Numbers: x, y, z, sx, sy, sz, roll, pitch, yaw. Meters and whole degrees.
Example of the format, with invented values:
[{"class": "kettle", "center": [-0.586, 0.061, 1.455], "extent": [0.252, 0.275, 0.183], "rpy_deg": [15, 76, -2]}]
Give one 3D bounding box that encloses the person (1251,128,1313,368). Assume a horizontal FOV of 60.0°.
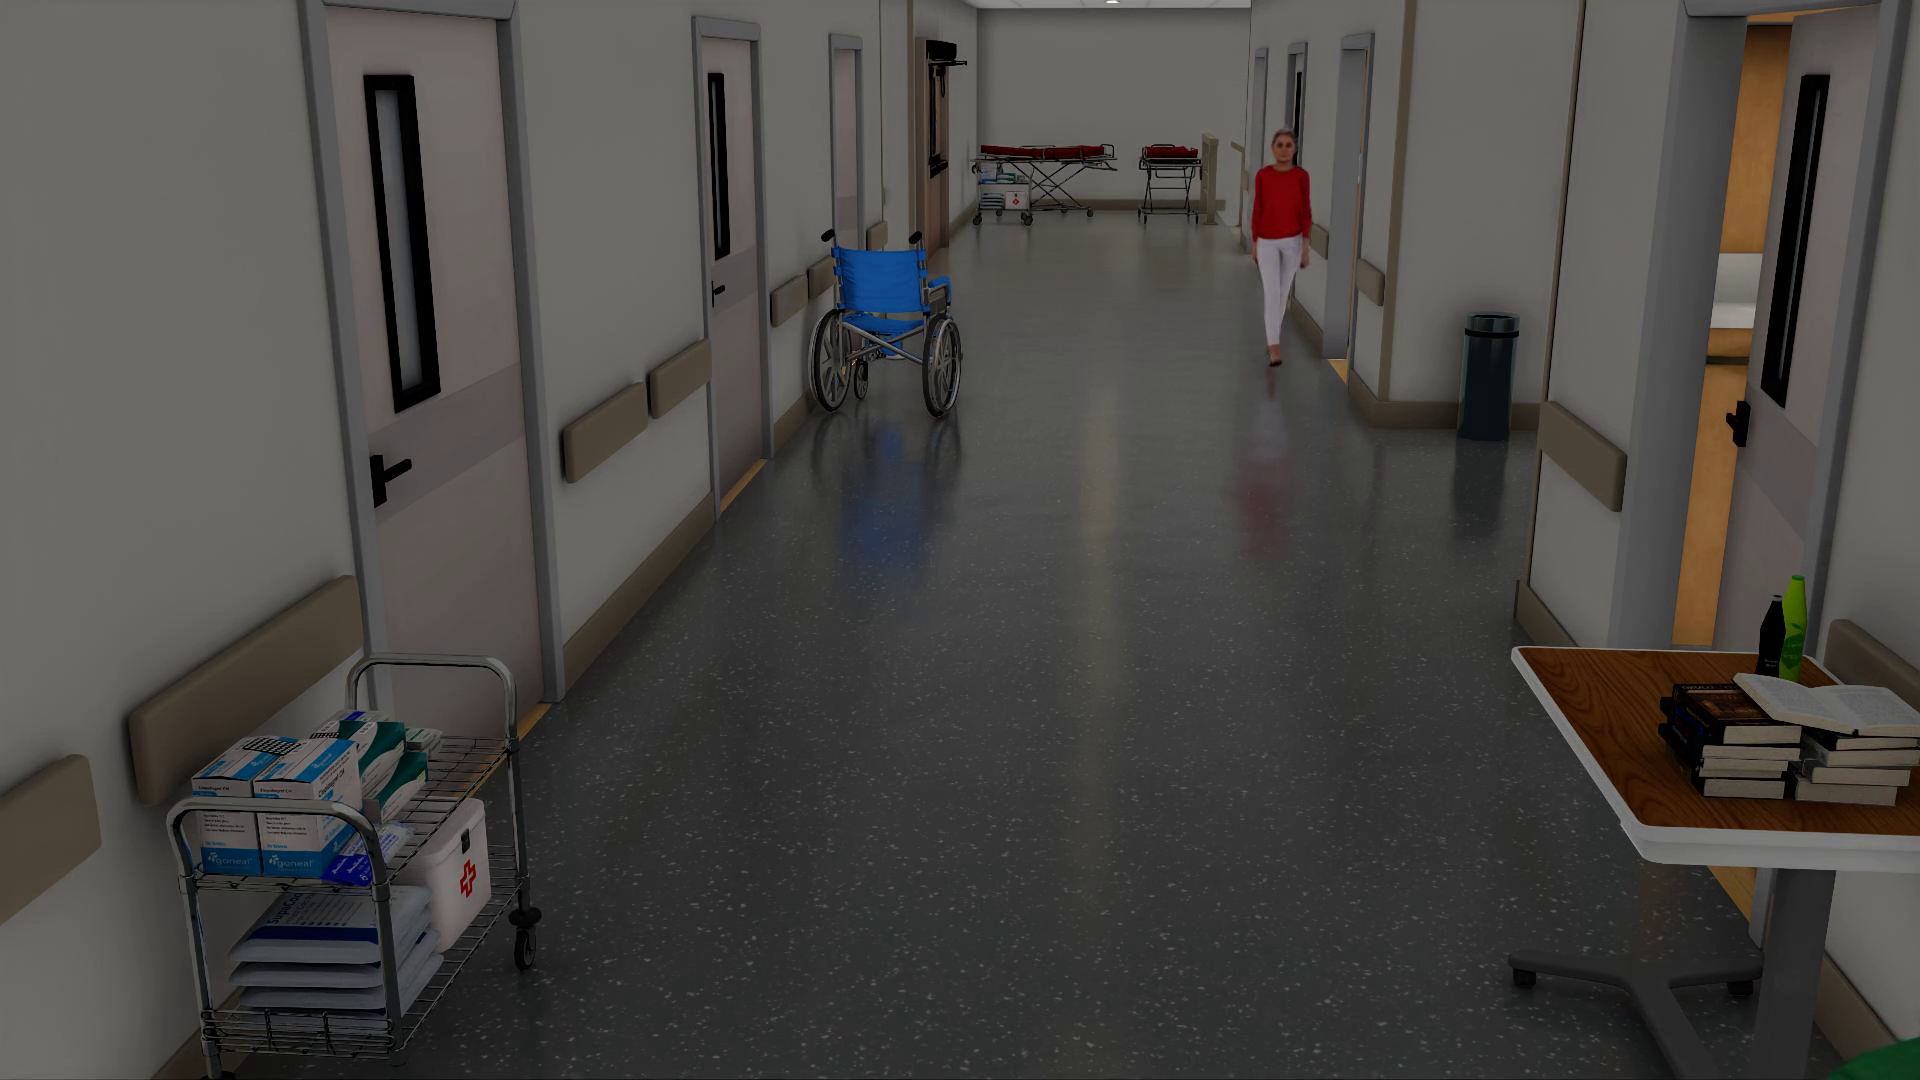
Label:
[{"class": "person", "center": [2.296, -2.074, 11.949], "extent": [0.564, 1.644, 1.111], "rpy_deg": [2, 16, 6]}]
